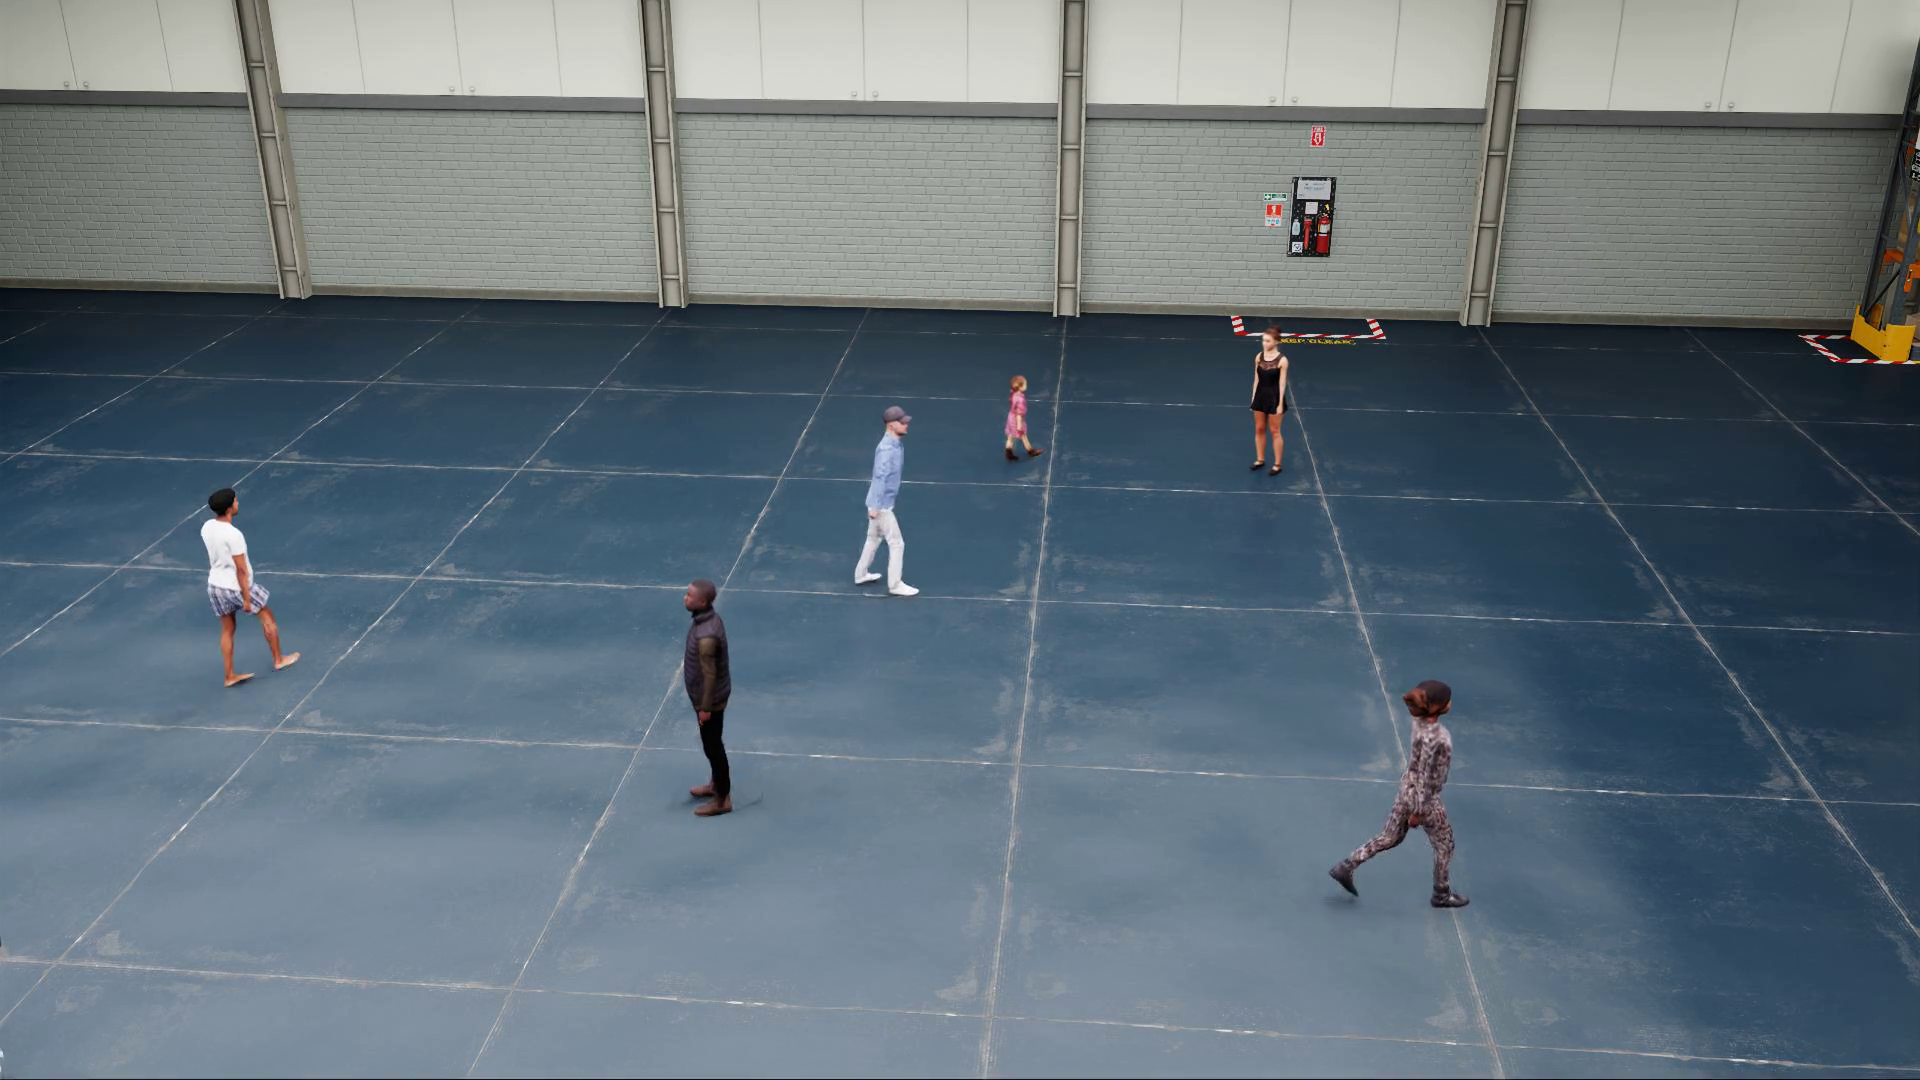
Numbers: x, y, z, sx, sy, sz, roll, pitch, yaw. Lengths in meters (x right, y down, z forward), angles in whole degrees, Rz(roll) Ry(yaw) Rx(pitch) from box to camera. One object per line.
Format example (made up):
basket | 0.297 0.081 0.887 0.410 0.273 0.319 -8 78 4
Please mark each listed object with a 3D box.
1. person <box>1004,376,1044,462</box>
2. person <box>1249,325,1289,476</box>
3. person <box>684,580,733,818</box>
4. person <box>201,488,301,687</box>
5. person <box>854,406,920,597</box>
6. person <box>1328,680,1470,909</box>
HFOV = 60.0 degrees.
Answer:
person | 0.603 -1.372 18.931 0.736 1.007 0.600 -8 24 -19
person | 3.460 -1.567 18.540 0.685 1.673 0.755 20 30 39
person | -1.813 1.120 12.012 0.692 1.836 0.758 -5 24 -12
person | -6.104 0.430 13.800 0.921 1.707 0.895 11 25 25
person | -0.770 -0.371 15.498 0.855 1.852 0.658 1 23 2
person | 2.907 1.691 10.872 1.152 1.678 0.590 2 23 5
